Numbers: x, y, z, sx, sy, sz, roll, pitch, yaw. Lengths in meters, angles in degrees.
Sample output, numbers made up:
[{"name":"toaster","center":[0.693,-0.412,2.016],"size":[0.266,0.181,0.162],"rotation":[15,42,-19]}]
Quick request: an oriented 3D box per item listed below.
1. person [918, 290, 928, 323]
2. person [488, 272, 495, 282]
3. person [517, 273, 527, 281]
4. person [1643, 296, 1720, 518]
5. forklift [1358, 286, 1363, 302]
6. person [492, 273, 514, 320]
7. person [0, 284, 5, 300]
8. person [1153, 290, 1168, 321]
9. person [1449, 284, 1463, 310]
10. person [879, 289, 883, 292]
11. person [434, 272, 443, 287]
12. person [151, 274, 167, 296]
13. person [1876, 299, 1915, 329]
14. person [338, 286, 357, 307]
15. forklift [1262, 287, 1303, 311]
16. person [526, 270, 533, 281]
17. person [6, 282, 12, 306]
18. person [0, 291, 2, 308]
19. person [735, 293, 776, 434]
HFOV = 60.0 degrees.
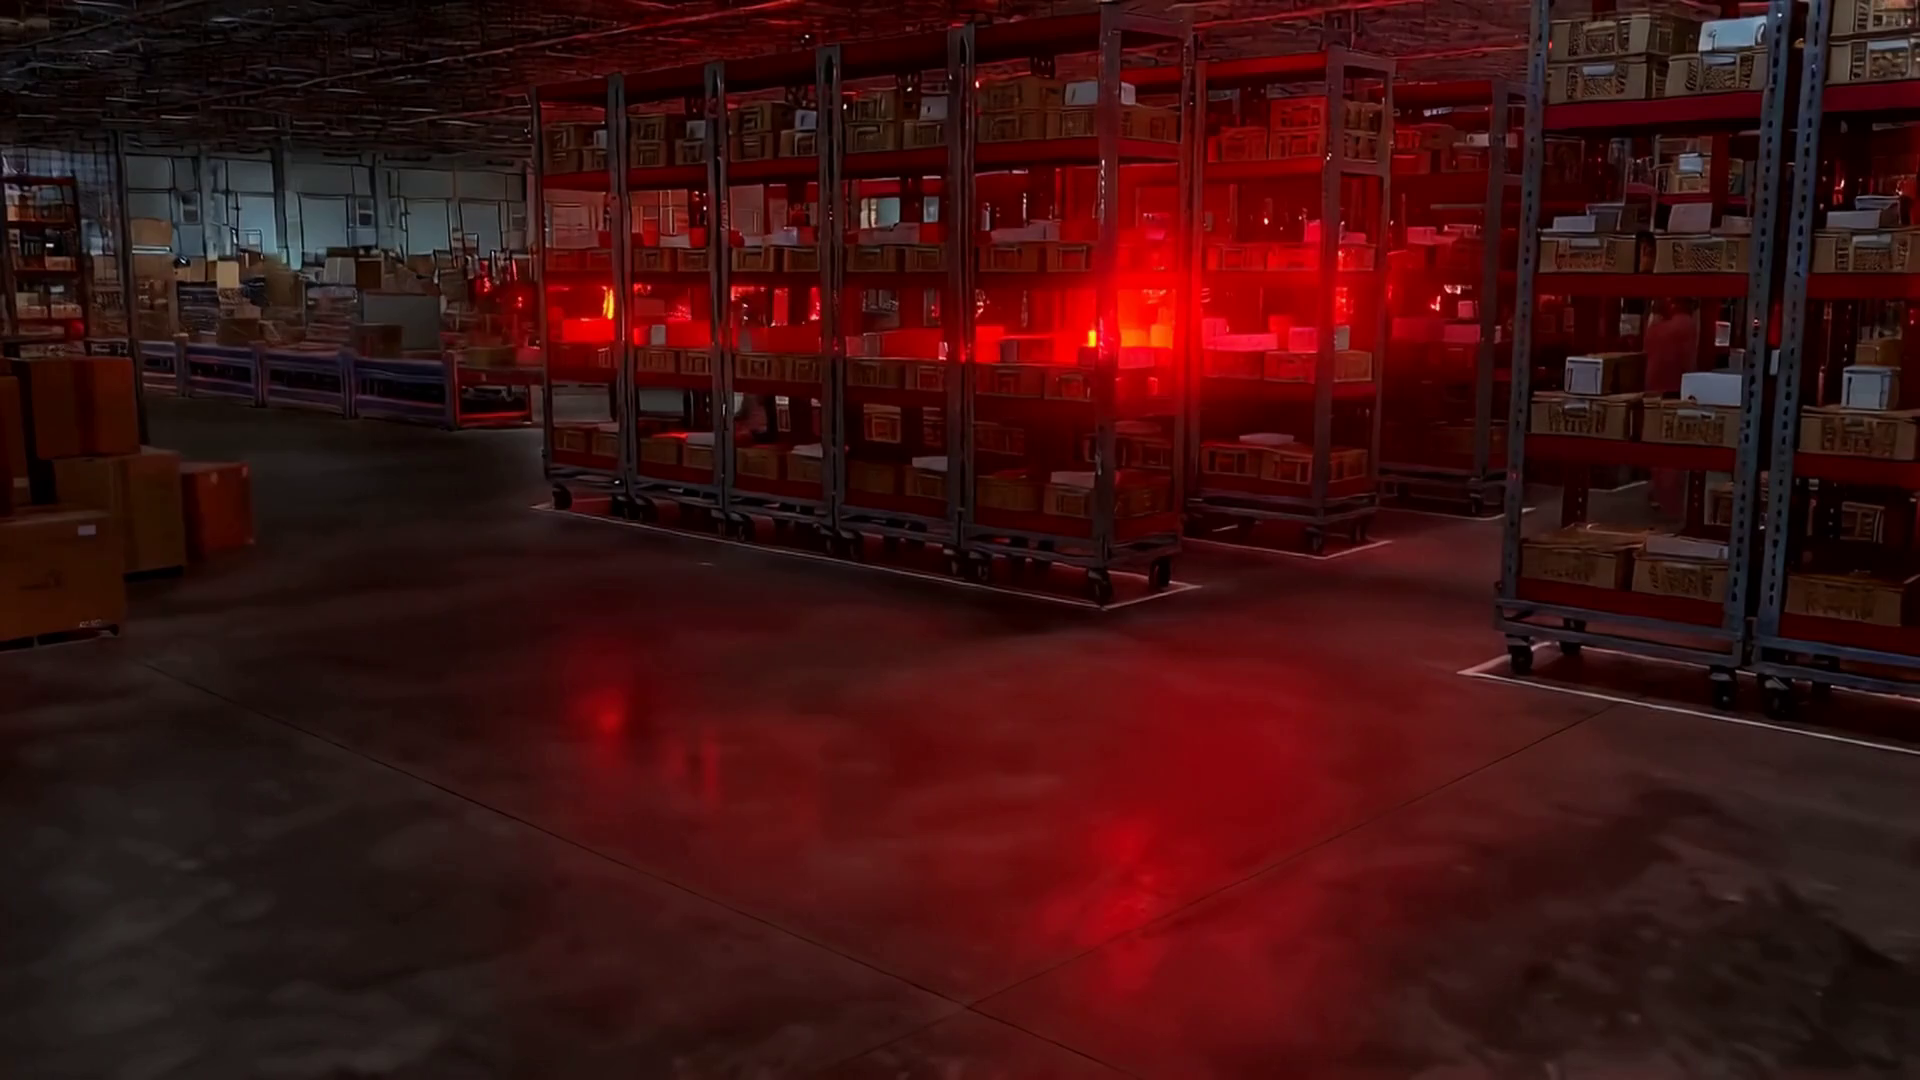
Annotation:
[{"name":"person","center":[-1.018,-5.627,41.709],"size":[0.403,1.817,0.601],"rotation":[-4,10,-25]},{"name":"person","center":[-25.791,-13.832,91.631],"size":[0.373,1.940,0.628],"rotation":[-4,10,-22]},{"name":"person","center":[-21.428,-12.127,81.382],"size":[0.518,1.874,0.330],"rotation":[-4,10,-24]},{"name":"person","center":[5.989,-1.178,13.883],"size":[0.623,1.989,0.401],"rotation":[3,10,17]},{"name":"forklift","center":[11.100,-7.017,46.970],"size":[1.873,2.768,1.129],"rotation":[9,13,43]},{"name":"person","center":[-17.934,-9.458,64.868],"size":[0.961,1.922,0.611],"rotation":[-8,12,-39]},{"name":"person","center":[-36.579,-9.129,63.136],"size":[0.597,1.831,1.007],"rotation":[-2,9,-10]},{"name":"person","center":[3.026,-2.832,24.797],"size":[0.566,1.749,0.300],"rotation":[1,9,7]},{"name":"person","center":[9.097,-3.822,30.682],"size":[0.820,1.811,0.594],"rotation":[-8,12,-41]},{"name":"person","center":[-3.672,-11.263,75.884],"size":[0.353,1.936,0.635],"rotation":[-1,9,-7]},{"name":"person","center":[-19.463,-9.043,62.267],"size":[0.362,1.939,0.542],"rotation":[-7,12,-38]},{"name":"person","center":[-34.782,-10.628,72.190],"size":[0.626,1.866,0.417],"rotation":[-3,10,-15]},{"name":"person","center":[10.185,-1.865,17.937],"size":[0.609,2.044,0.397],"rotation":[8,12,41]},{"name":"person","center":[-18.733,-7.205,50.998],"size":[0.638,1.932,1.040],"rotation":[-3,10,-19]},{"name":"forklift","center":[10.769,-8.203,54.240],"size":[1.129,2.768,1.873],"rotation":[8,12,42]},{"name":"person","center":[-22.322,-12.960,85.971],"size":[0.936,2.000,0.684],"rotation":[-2,10,-13]},{"name":"person","center":[-44.923,-11.679,78.765],"size":[0.918,1.836,0.530],"rotation":[-4,10,-25]},{"name":"person","center":[-35.358,-8.789,60.809],"size":[0.562,1.908,0.773],"rotation":[5,10,26]},{"name":"person","center":[-2.448,-2.028,19.704],"size":[0.989,1.793,0.591],"rotation":[-7,12,-38]}]
